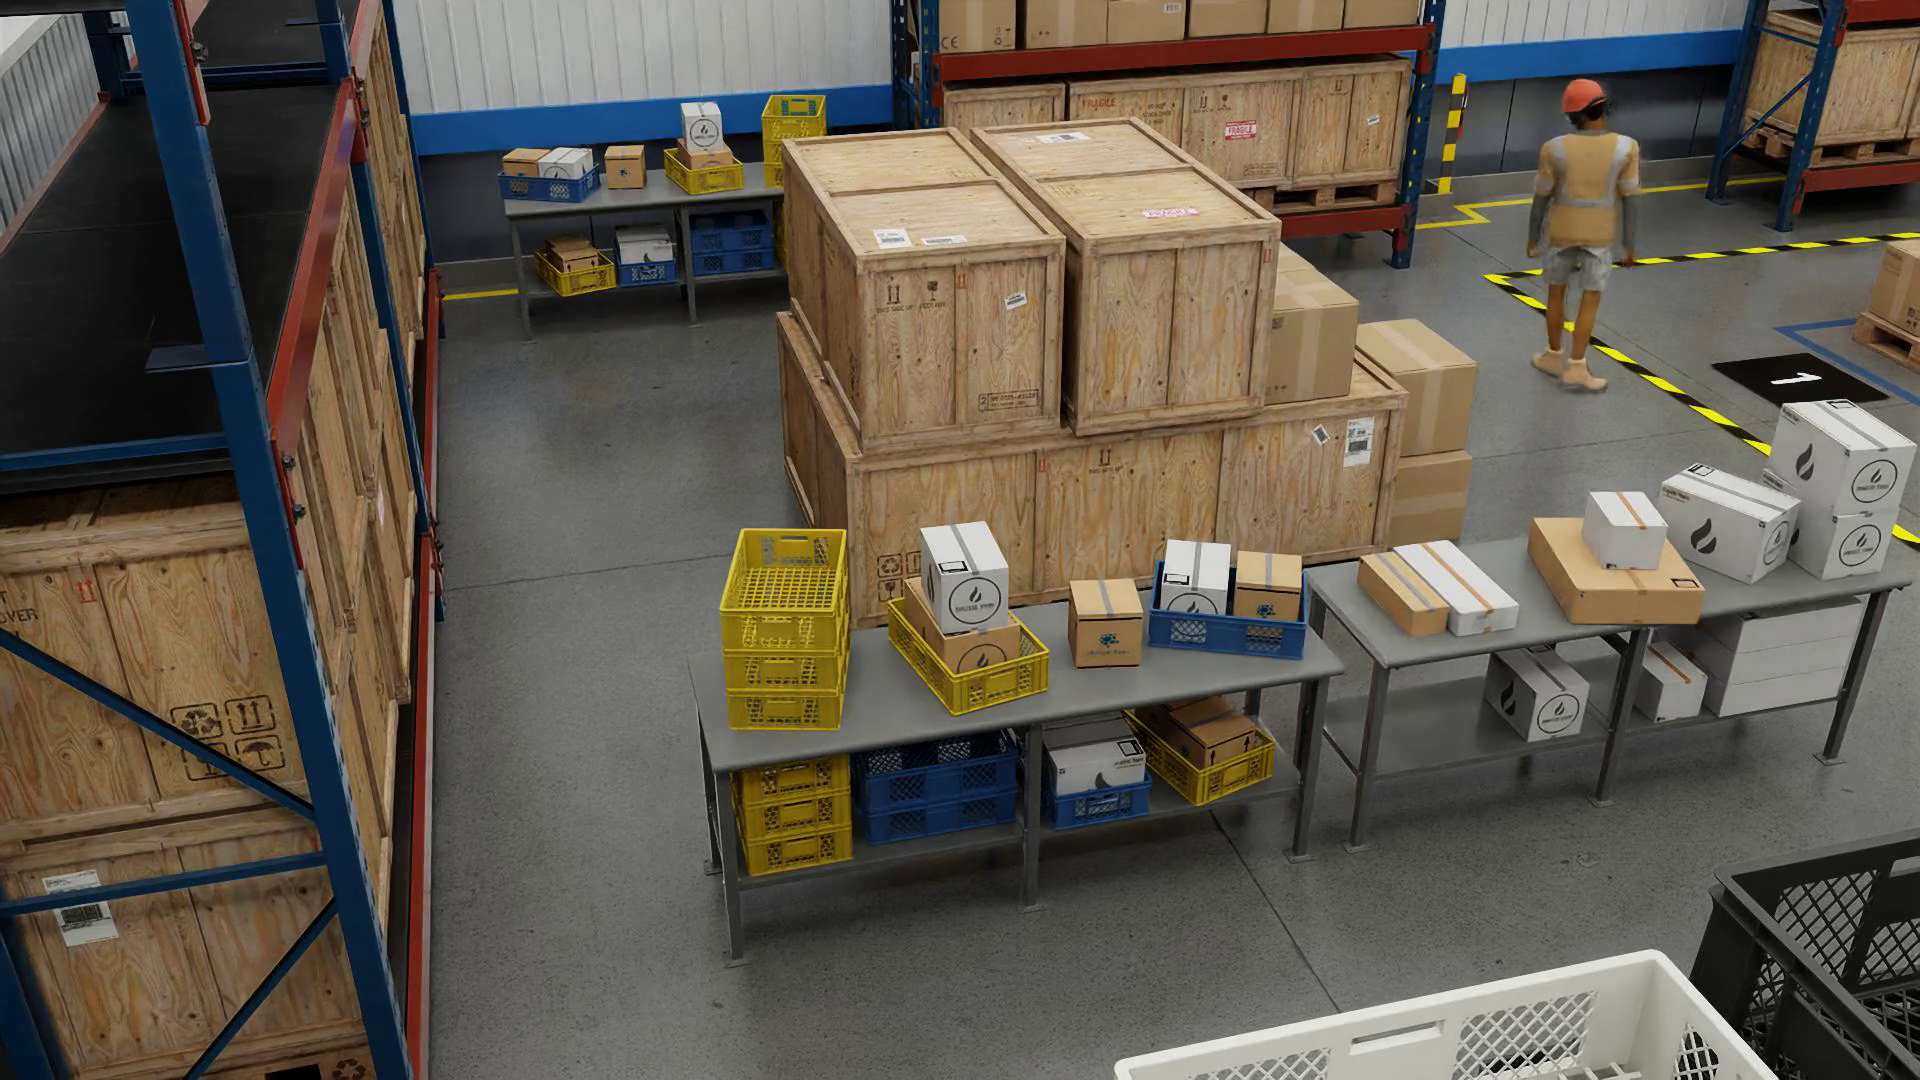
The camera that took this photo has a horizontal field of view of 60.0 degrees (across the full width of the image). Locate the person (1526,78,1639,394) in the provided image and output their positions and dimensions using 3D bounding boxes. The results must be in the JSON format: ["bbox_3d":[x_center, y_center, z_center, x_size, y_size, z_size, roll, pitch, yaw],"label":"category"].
[{"bbox_3d":[4.077,-1.979,10.931,0.694,1.992,0.635,10,30,18],"label":"person"}]
